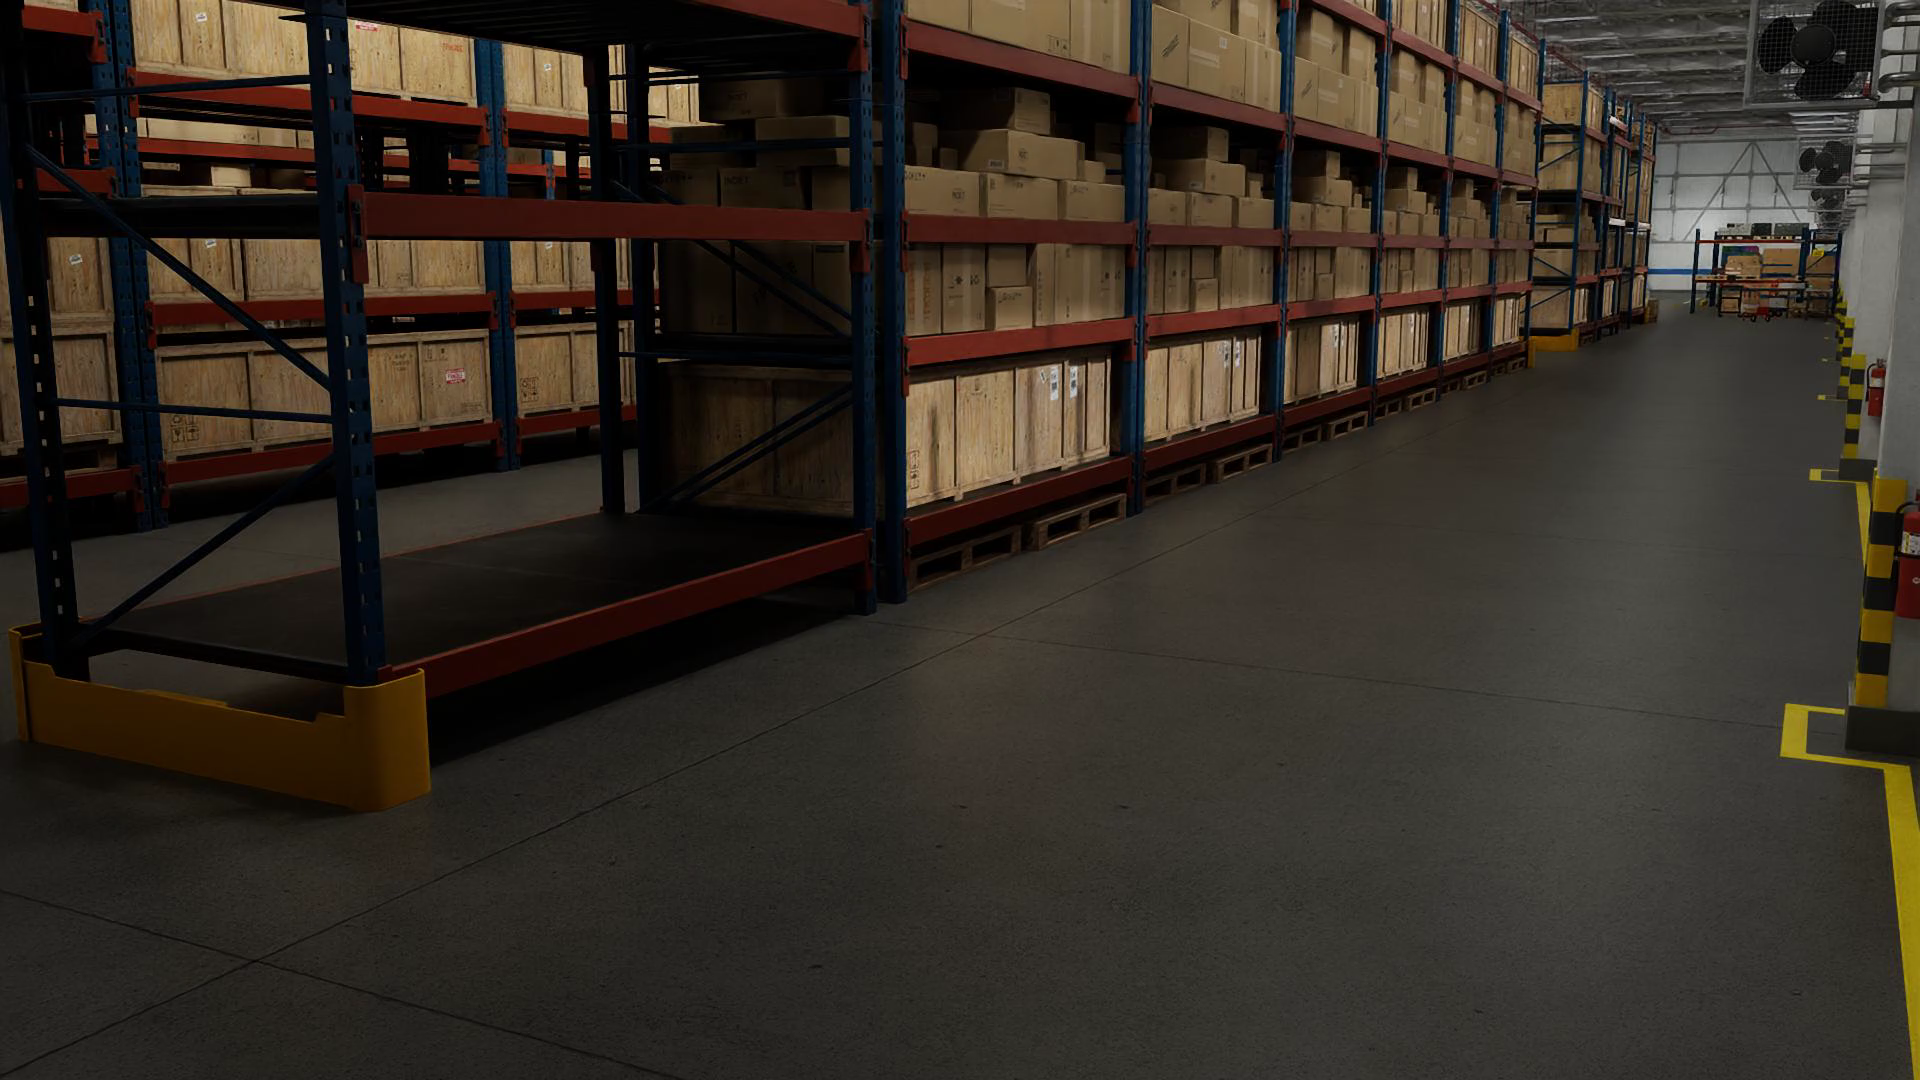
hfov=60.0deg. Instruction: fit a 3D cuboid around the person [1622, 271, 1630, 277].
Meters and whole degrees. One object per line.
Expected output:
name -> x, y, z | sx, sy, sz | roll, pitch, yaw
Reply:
person -> 30.624, -11.952, 76.411 | 0.614, 1.888, 0.492 | 2, 10, 9
